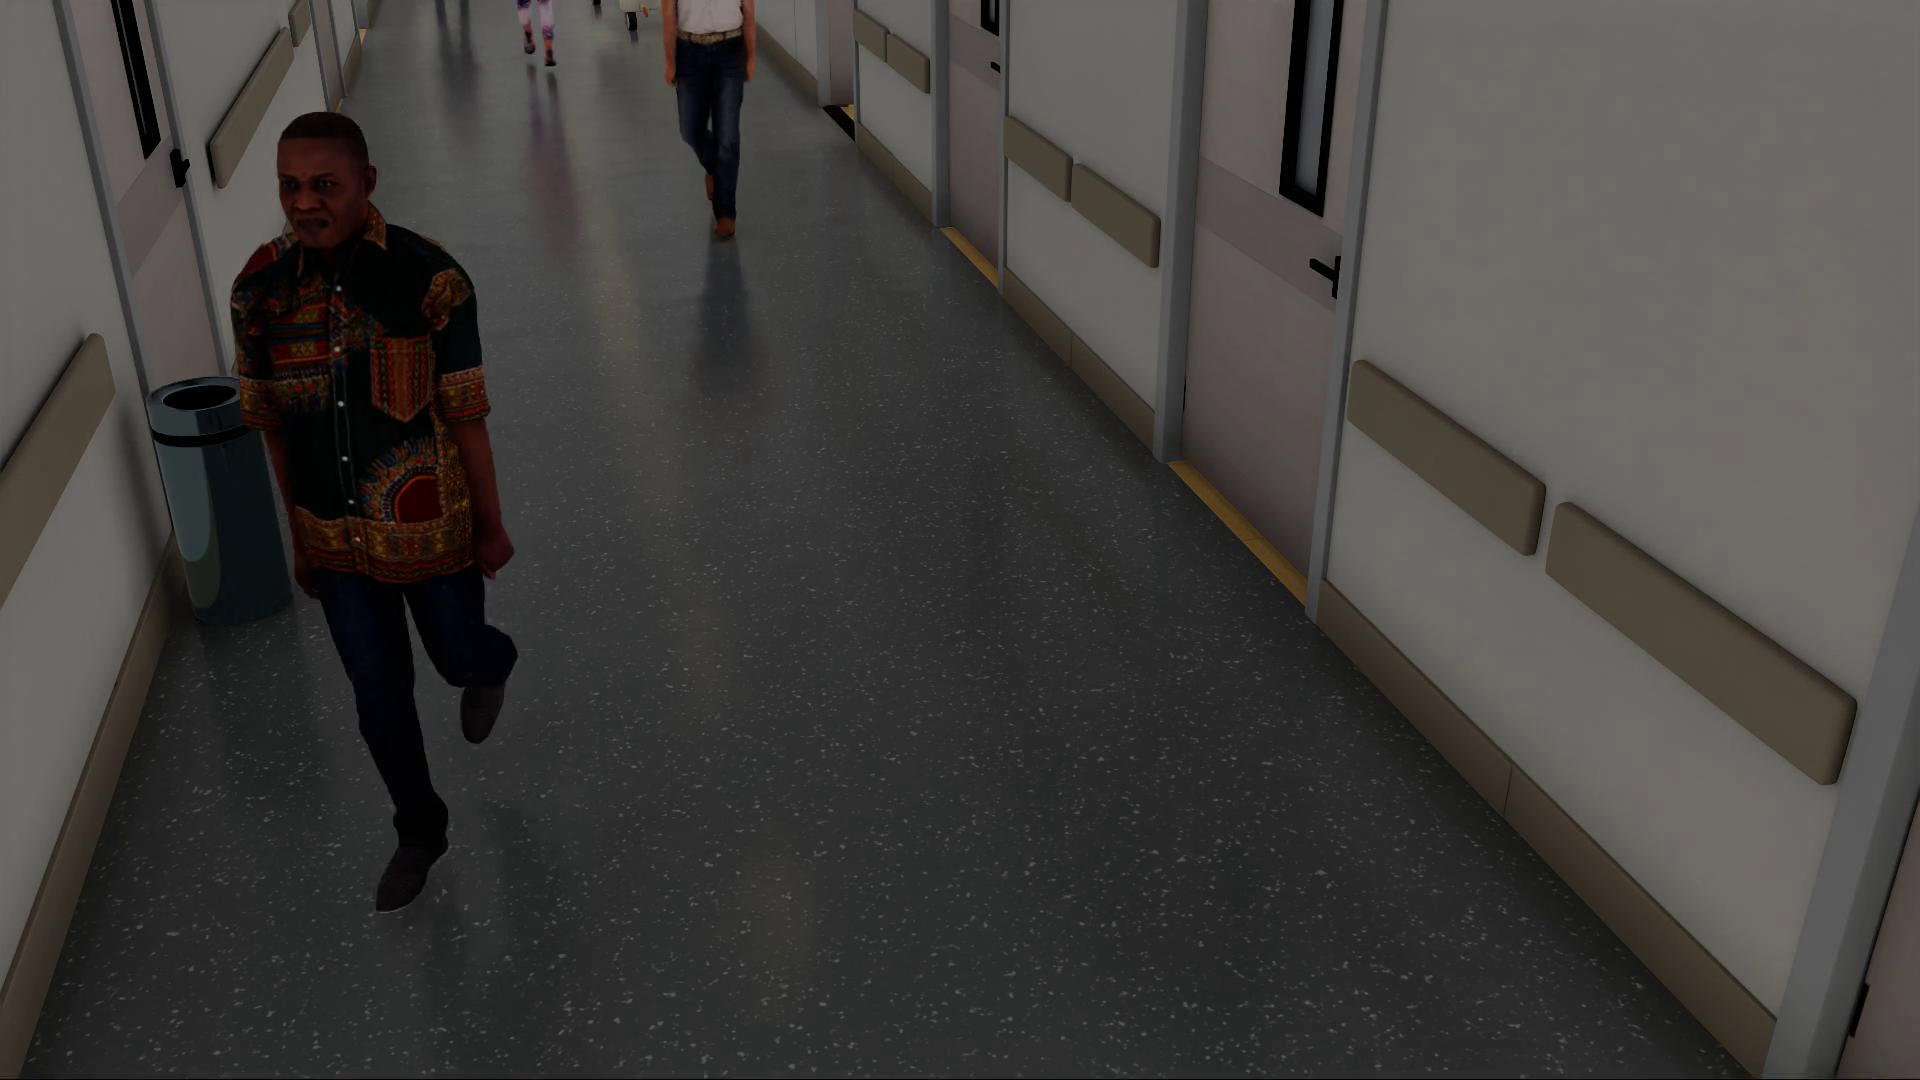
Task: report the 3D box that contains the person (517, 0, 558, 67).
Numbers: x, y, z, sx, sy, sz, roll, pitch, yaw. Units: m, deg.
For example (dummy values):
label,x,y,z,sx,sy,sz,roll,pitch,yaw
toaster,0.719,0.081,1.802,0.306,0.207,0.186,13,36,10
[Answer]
label,x,y,z,sx,sy,sz,roll,pitch,yaw
person,-3.573,-4.836,13.771,1.098,1.733,0.642,-6,26,-12

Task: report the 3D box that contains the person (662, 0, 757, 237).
label,x,y,z,sx,sy,sz,roll,pitch,yaw
person,-1.360,-2.640,9.096,1.030,1.840,0.878,-1,26,-2

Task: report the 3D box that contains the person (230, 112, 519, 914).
label,x,y,z,sx,sy,sz,roll,pitch,yaw
person,-1.278,-0.080,3.805,1.071,1.783,0.903,0,26,0
